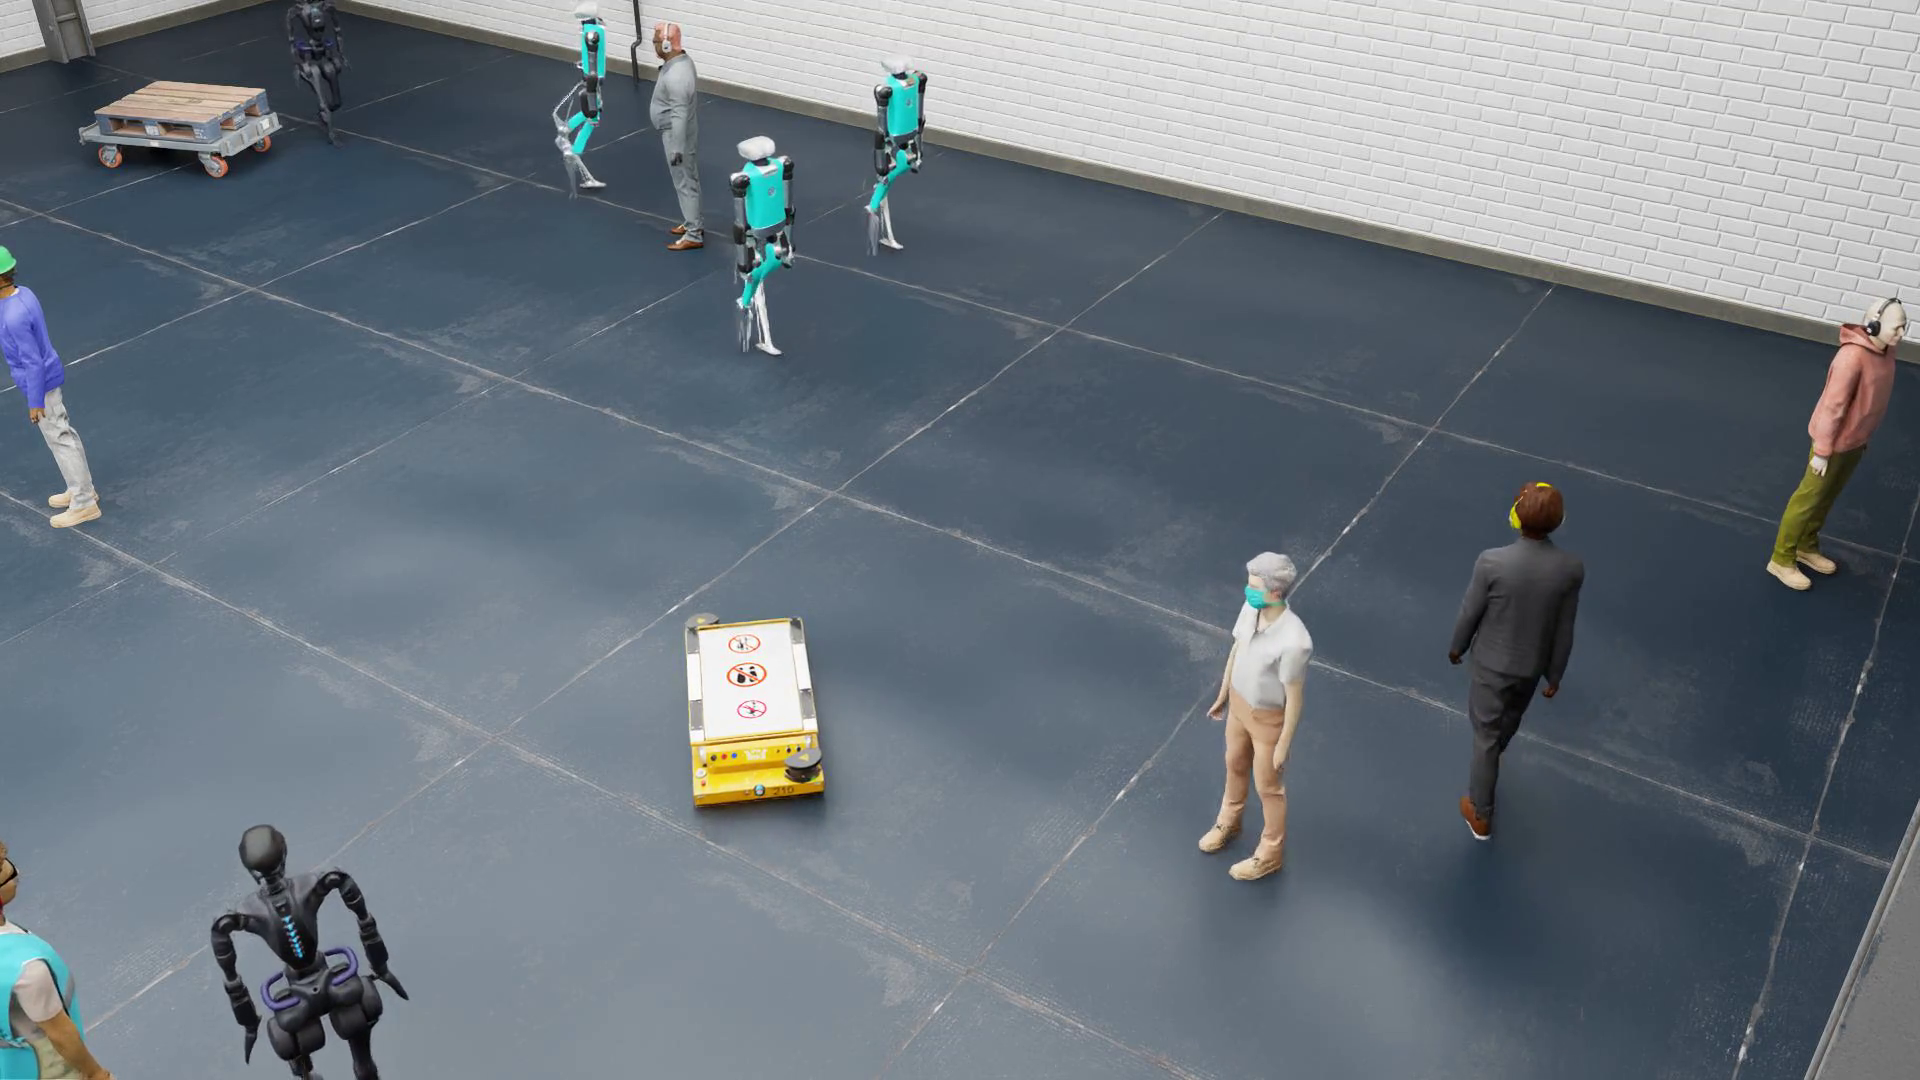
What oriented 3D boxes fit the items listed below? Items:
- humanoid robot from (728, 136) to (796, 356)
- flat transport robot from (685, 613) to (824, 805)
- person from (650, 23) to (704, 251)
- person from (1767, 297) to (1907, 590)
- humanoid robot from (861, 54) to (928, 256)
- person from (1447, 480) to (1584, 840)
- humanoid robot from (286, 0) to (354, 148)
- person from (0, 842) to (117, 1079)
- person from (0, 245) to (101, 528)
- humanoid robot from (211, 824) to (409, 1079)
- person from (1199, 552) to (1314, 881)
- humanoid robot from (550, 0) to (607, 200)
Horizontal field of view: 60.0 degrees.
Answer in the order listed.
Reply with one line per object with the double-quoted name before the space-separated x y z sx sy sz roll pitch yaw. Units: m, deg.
"humanoid robot" -1.556 -2.095 12.263 0.553 1.907 0.732 -28 42 -36
"flat transport robot" -1.123 0.859 8.920 0.659 0.231 1.431 -5 33 -8
"person" -2.390 -3.399 14.031 0.410 1.905 0.654 -2 33 -2
"person" 5.141 -0.584 9.714 0.537 1.835 0.347 -21 38 -30
"humanoid robot" -0.645 -3.166 13.929 0.737 1.890 0.547 27 42 35
"person" 2.618 0.502 8.018 0.518 1.838 0.884 2 33 3
"humanoid robot" -6.336 -4.726 16.318 0.632 1.634 0.616 28 42 36
"person" -3.306 1.829 5.952 0.563 1.847 0.395 17 37 25
"person" -5.705 -0.954 10.263 0.346 1.871 0.460 -14 35 -20
"humanoid robot" -2.408 1.734 6.256 0.609 1.641 0.357 -20 38 -28
"person" 1.373 0.810 7.645 0.358 1.737 0.472 -15 36 -22
"humanoid robot" -3.484 -3.897 15.068 0.733 1.910 0.543 -3 33 -5
